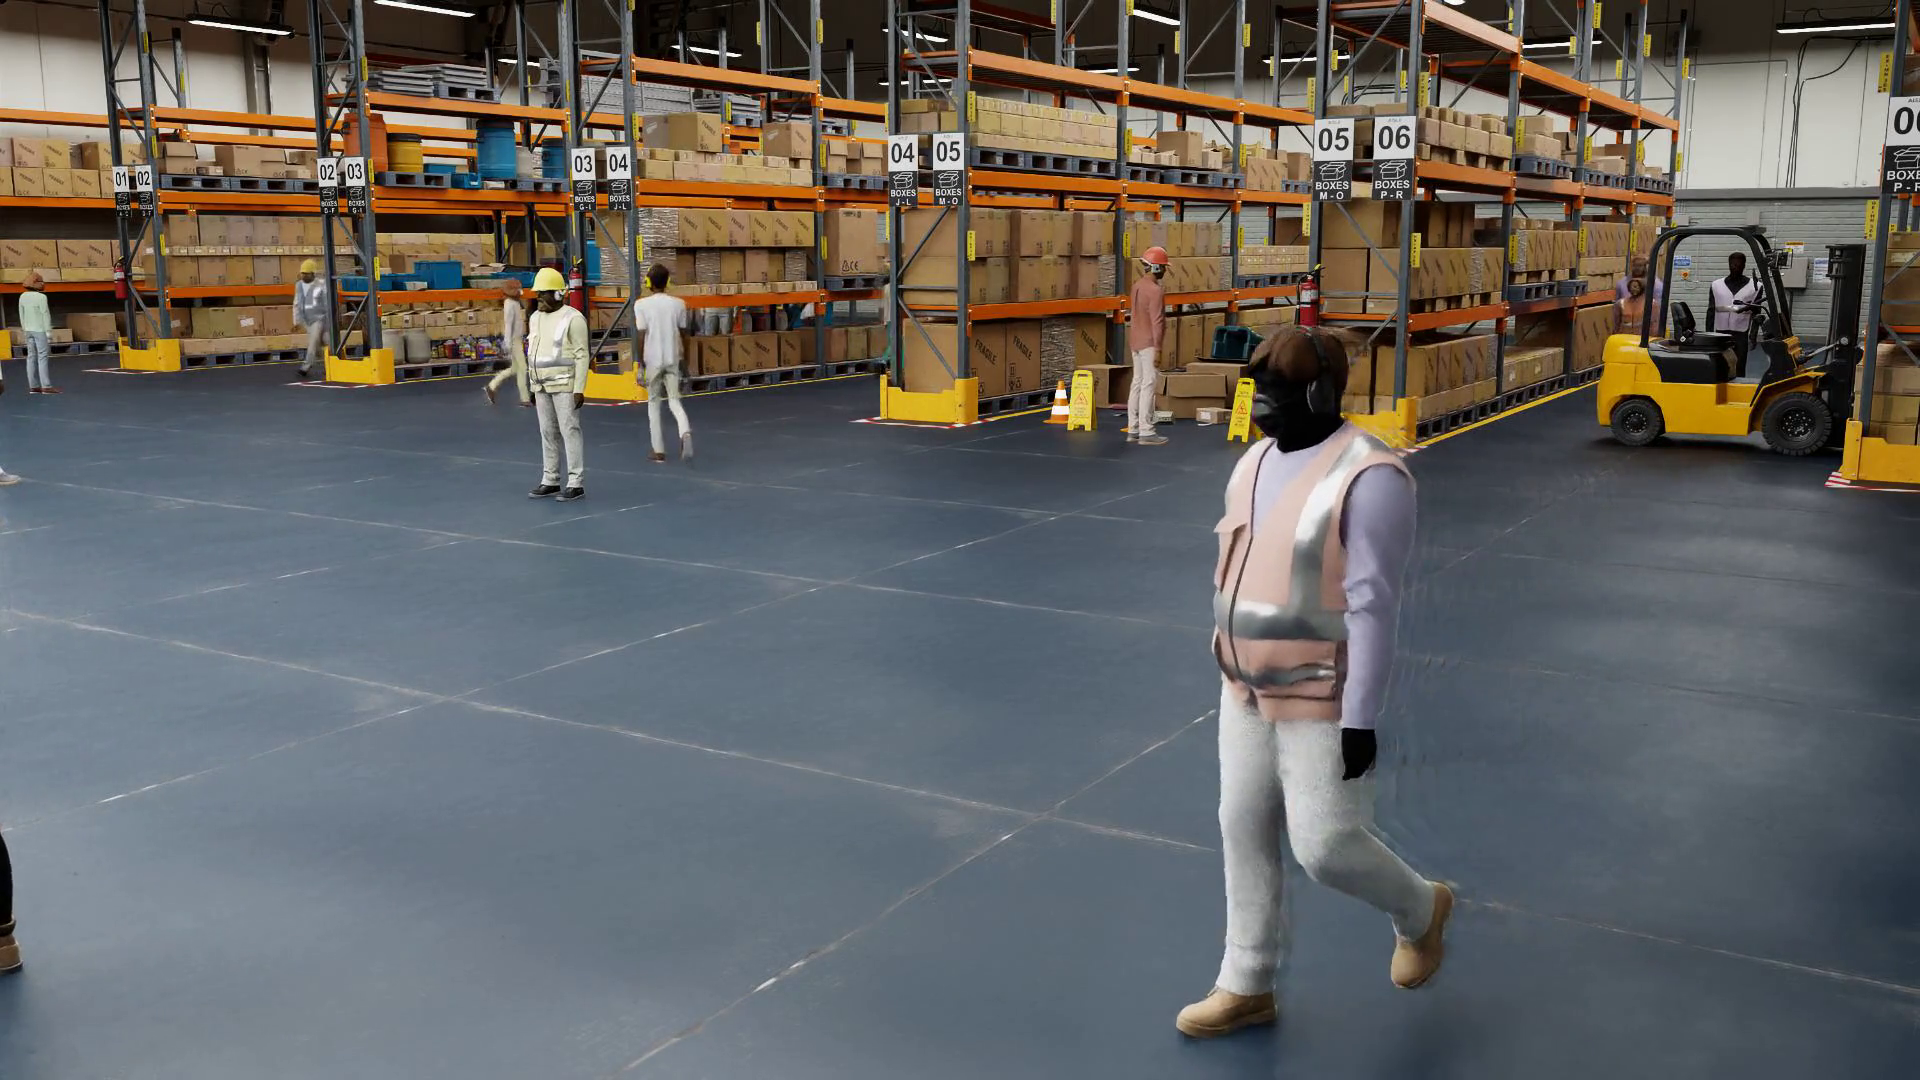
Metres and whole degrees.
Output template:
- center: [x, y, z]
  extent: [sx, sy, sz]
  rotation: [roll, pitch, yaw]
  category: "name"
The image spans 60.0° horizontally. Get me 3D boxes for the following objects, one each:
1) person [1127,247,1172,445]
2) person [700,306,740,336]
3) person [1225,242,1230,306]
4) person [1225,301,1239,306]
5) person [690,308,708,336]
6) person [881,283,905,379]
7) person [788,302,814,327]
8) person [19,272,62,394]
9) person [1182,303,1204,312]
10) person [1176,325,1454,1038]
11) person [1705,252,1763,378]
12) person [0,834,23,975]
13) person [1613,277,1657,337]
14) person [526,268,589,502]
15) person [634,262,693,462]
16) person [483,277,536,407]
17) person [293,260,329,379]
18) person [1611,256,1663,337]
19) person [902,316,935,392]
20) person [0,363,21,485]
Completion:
- center: [1.924, -1.954, 16.796]
  extent: [0.402, 1.988, 0.619]
  rotation: [-3, 11, -17]
  category: "person"
- center: [-3.666, -3.456, 25.362]
  extent: [0.628, 1.932, 0.365]
  rotation: [0, 10, 2]
  category: "person"
- center: [5.769, -5.332, 35.556]
  extent: [0.395, 2.038, 0.614]
  rotation: [4, 11, 22]
  category: "person"
- center: [5.995, -5.518, 36.882]
  extent: [0.375, 1.939, 0.546]
  rotation: [8, 13, 39]
  category: "person"
- center: [-4.078, -3.683, 27.140]
  extent: [0.556, 1.735, 0.770]
  rotation: [3, 10, 15]
  category: "person"
- center: [-0.927, -3.235, 24.613]
  extent: [0.537, 1.748, 0.488]
  rotation: [7, 12, 33]
  category: "person"
- center: [-2.899, -4.370, 30.576]
  extent: [0.570, 1.887, 0.964]
  rotation: [5, 11, 25]
  category: "person"
- center: [-12.446, -2.787, 22.436]
  extent: [0.501, 1.633, 0.283]
  rotation: [4, 11, 23]
  category: "person"
- center: [4.615, -4.714, 33.293]
  extent: [0.512, 1.611, 0.781]
  rotation: [1, 10, 4]
  category: "person"
- center: [0.927, 0.367, 4.231]
  extent: [0.679, 1.827, 0.625]
  rotation: [-5, 11, -27]
  category: "person"
- center: [9.160, -2.447, 19.741]
  extent: [0.595, 1.918, 0.386]
  rotation: [6, 12, 31]
  category: "person"
- center: [-2.718, 0.413, 4.365]
  extent: [0.321, 1.688, 0.529]
  rotation: [-3, 11, -17]
  category: "person"
- center: [8.512, -2.507, 20.944]
  extent: [0.534, 1.616, 0.777]
  rotation: [7, 12, 33]
  category: "person"
- center: [-3.190, -1.217, 13.099]
  extent: [0.602, 1.827, 0.404]
  rotation: [7, 12, 34]
  category: "person"
- center: [-2.704, -1.608, 15.237]
  extent: [0.522, 1.855, 0.706]
  rotation: [-5, 11, -27]
  category: "person"
- center: [-5.561, -2.436, 20.542]
  extent: [0.673, 1.614, 0.503]
  rotation: [-1, 10, -4]
  category: "person"
- center: [-9.704, -3.290, 24.894]
  extent: [0.623, 1.770, 0.912]
  rotation: [4, 11, 20]
  category: "person"
- center: [9.066, -2.870, 22.287]
  extent: [0.664, 1.852, 0.986]
  rotation: [6, 12, 30]
  category: "person"
- center: [-0.611, -2.648, 20.912]
  extent: [0.548, 1.909, 0.865]
  rotation: [7, 12, 35]
  category: "person"
- center: [-8.216, -1.386, 13.891]
  extent: [0.581, 1.882, 0.339]
  rotation: [5, 11, 25]
  category: "person"
